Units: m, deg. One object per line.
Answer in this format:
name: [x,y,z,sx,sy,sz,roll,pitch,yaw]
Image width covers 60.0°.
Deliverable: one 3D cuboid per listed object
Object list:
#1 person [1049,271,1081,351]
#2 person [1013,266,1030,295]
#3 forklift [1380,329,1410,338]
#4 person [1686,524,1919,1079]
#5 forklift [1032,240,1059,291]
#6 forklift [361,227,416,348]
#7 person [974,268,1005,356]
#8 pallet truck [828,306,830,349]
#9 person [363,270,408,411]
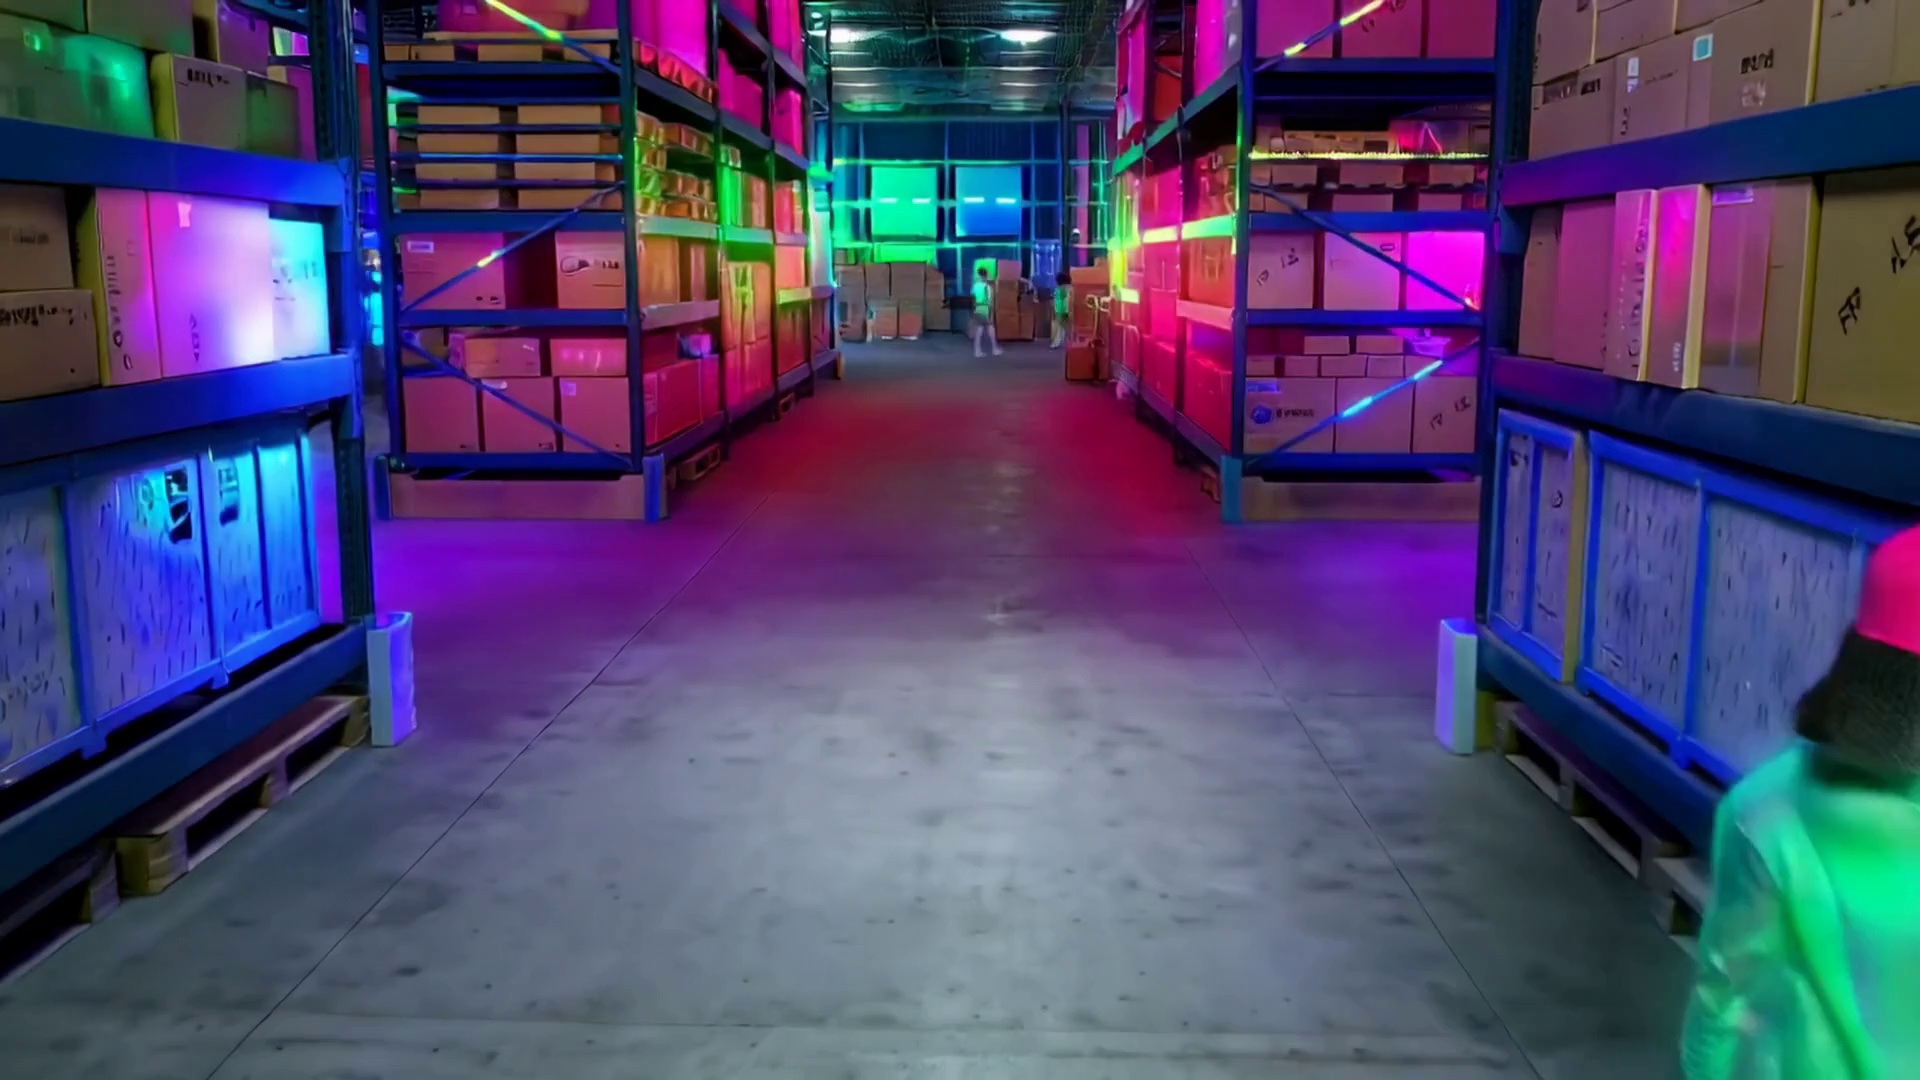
person: [2.421,-5.222,38.026,0.660,1.825,0.648,-6,11,-32]
person: [2.094,-8.351,56.396,0.627,1.941,0.371,-3,10,-17]
forklift: [5.389,-3.361,23.692,1.873,2.768,1.129,0,9,1]
person: [1.220,0.835,2.079,0.492,1.710,0.842,0,9,-2]
forklift: [3.172,-9.648,61.356,1.129,2.768,1.873,0,9,1]
forklift: [-13.139,-5.661,37.472,1.129,2.768,1.873,0,9,1]
person: [0.612,-4.964,36.226,0.574,1.896,0.931,8,12,38]
pallet truck: [-3.100,-3.940,29.800,1.885,1.965,0.823,3,10,19]
person: [-7.802,-2.704,22.616,0.573,1.926,0.459,0,9,1]
